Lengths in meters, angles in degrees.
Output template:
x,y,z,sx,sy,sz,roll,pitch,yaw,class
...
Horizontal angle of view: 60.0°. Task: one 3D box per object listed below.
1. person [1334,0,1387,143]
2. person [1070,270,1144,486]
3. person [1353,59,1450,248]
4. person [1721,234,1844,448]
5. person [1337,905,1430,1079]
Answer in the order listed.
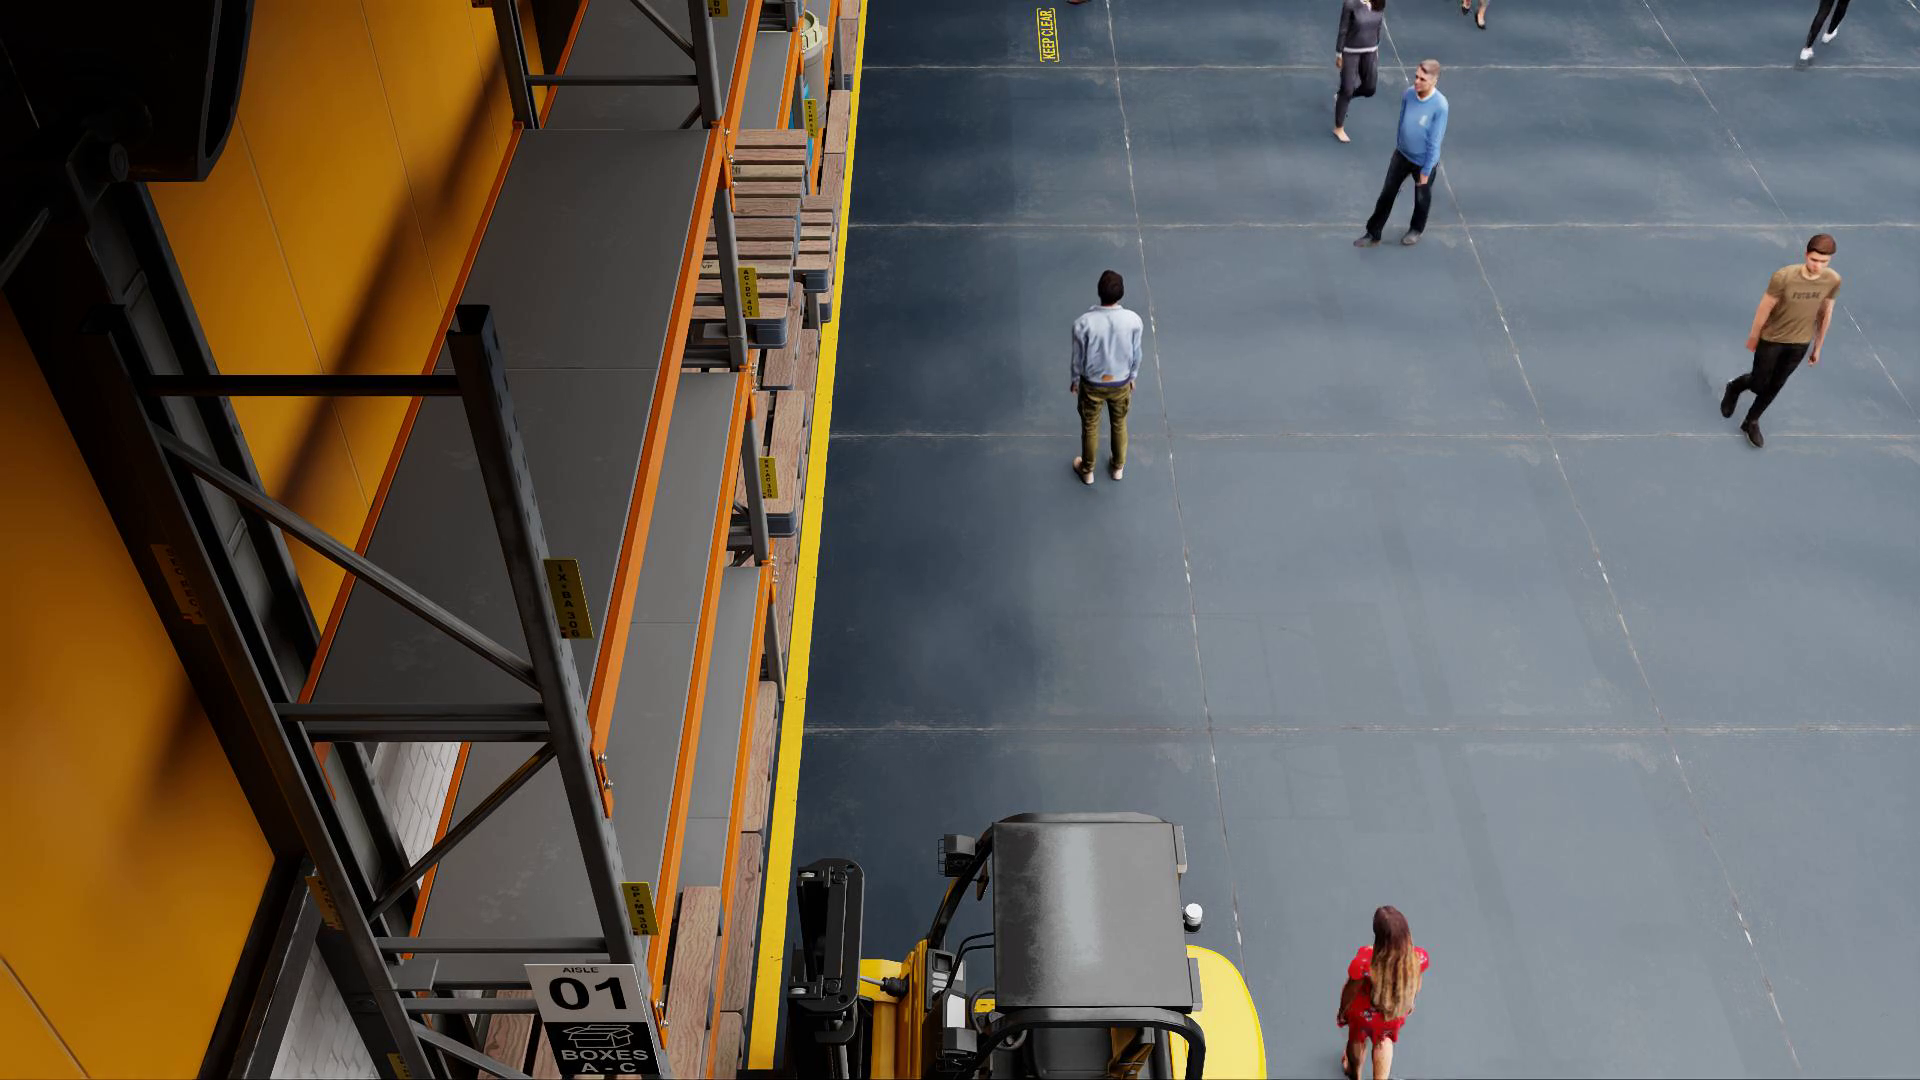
x,y,z,sx,sy,sz,roll,pitch,yaw,class
3.762,-4.703,15.905,0.757,1.756,0.841,-15,46,-15,person
1.059,-1.173,12.160,0.697,1.811,0.596,-5,44,-5,person
4.045,-3.374,14.488,1.076,1.786,1.040,-32,52,-29,person
6.191,-1.571,12.557,0.660,1.839,0.760,-1,44,-1,person
2.148,2.472,8.502,0.611,1.579,0.759,-3,44,-3,person
